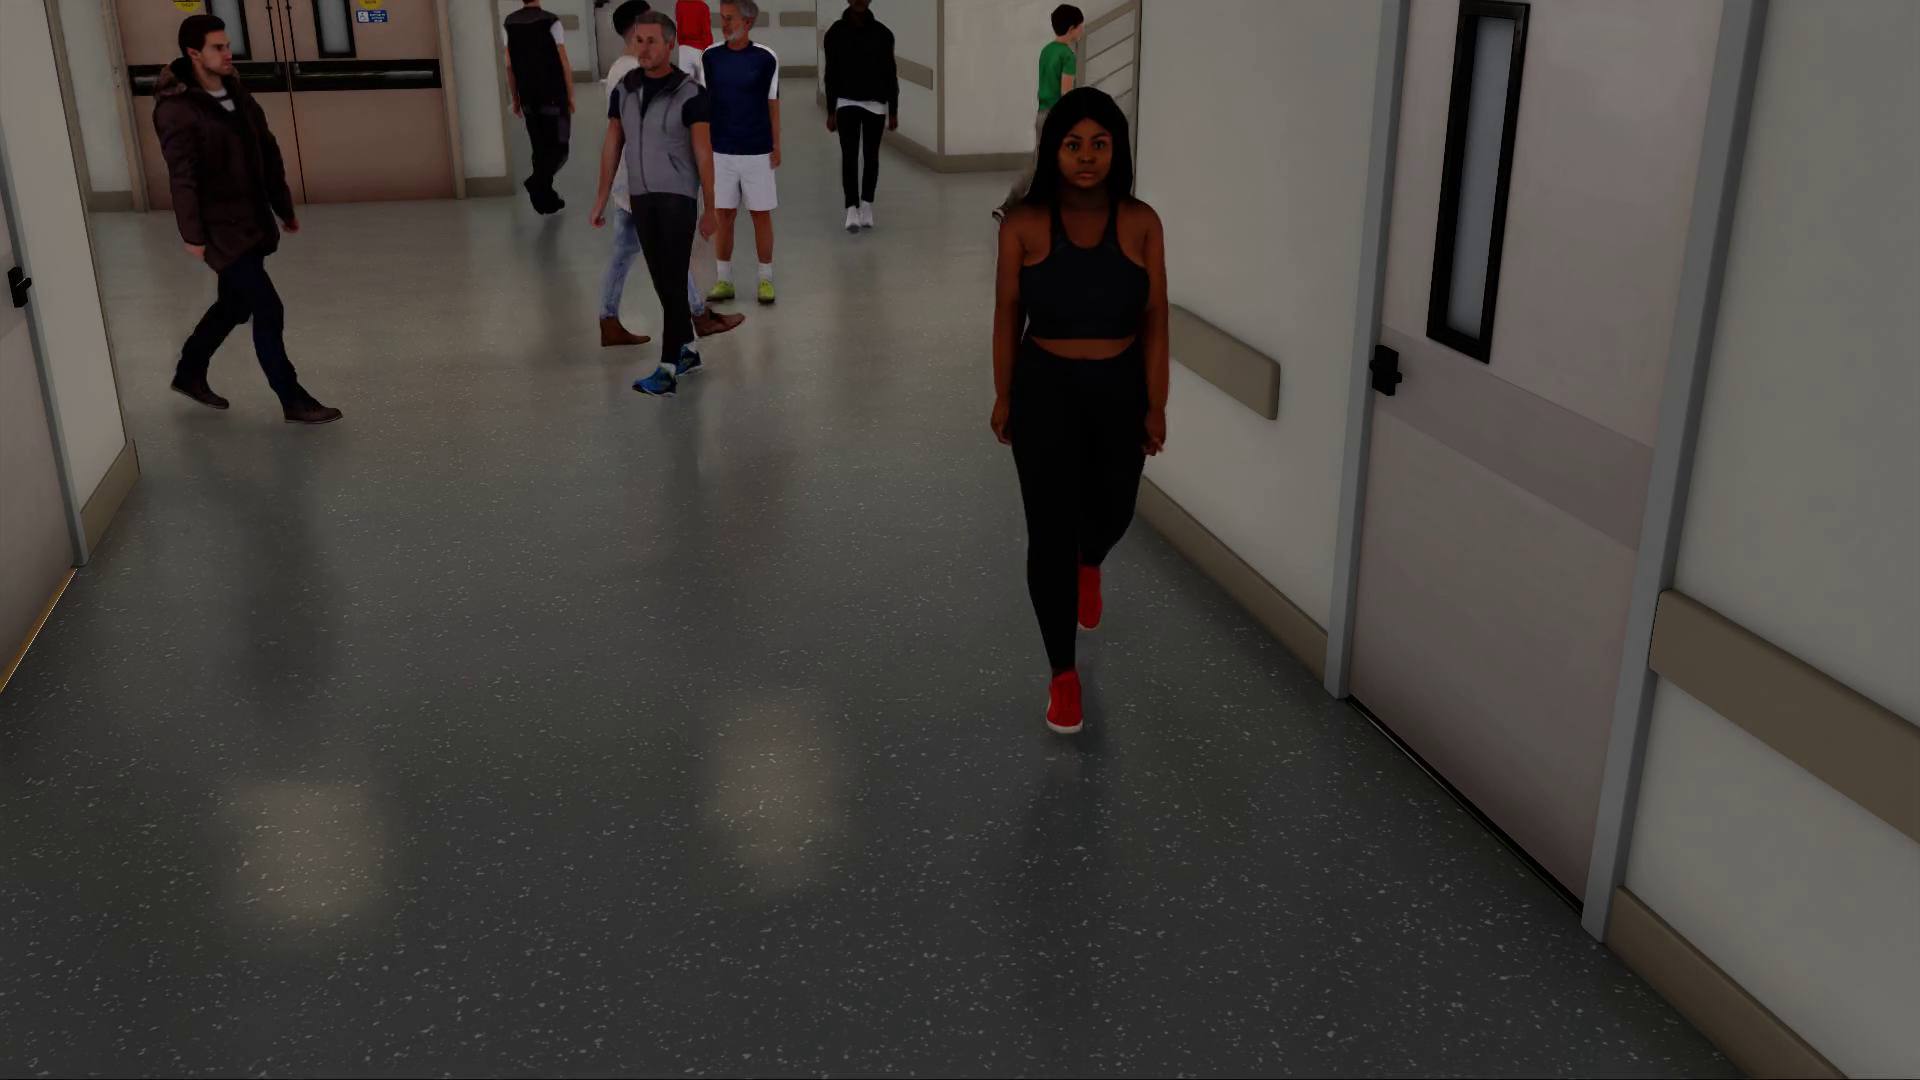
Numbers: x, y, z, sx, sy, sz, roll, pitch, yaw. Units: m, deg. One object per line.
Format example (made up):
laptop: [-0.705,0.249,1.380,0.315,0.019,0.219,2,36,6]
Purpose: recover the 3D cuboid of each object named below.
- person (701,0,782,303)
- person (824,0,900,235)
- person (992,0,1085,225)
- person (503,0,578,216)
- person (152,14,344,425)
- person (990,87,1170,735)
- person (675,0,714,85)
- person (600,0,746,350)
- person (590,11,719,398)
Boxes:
person: [-1.314,-2.353,10.000,0.615,1.834,0.764,2,21,4]
person: [-0.734,-3.199,12.289,0.976,1.796,0.823,-3,21,-8]
person: [0.611,-2.967,11.921,1.128,1.622,0.762,-12,24,-29]
person: [-3.219,-3.372,12.693,1.038,1.832,1.007,5,21,12]
person: [-3.377,-1.410,7.551,1.294,1.805,1.079,4,21,10]
person: [0.357,-0.412,4.954,1.207,1.779,0.919,-1,21,-3]
person: [-2.695,-4.792,16.675,1.090,1.667,0.954,5,21,12]
person: [-1.788,-1.885,8.802,1.078,1.807,0.822,-10,23,-24]
person: [-1.417,-1.651,8.203,1.070,1.795,1.119,10,23,25]
